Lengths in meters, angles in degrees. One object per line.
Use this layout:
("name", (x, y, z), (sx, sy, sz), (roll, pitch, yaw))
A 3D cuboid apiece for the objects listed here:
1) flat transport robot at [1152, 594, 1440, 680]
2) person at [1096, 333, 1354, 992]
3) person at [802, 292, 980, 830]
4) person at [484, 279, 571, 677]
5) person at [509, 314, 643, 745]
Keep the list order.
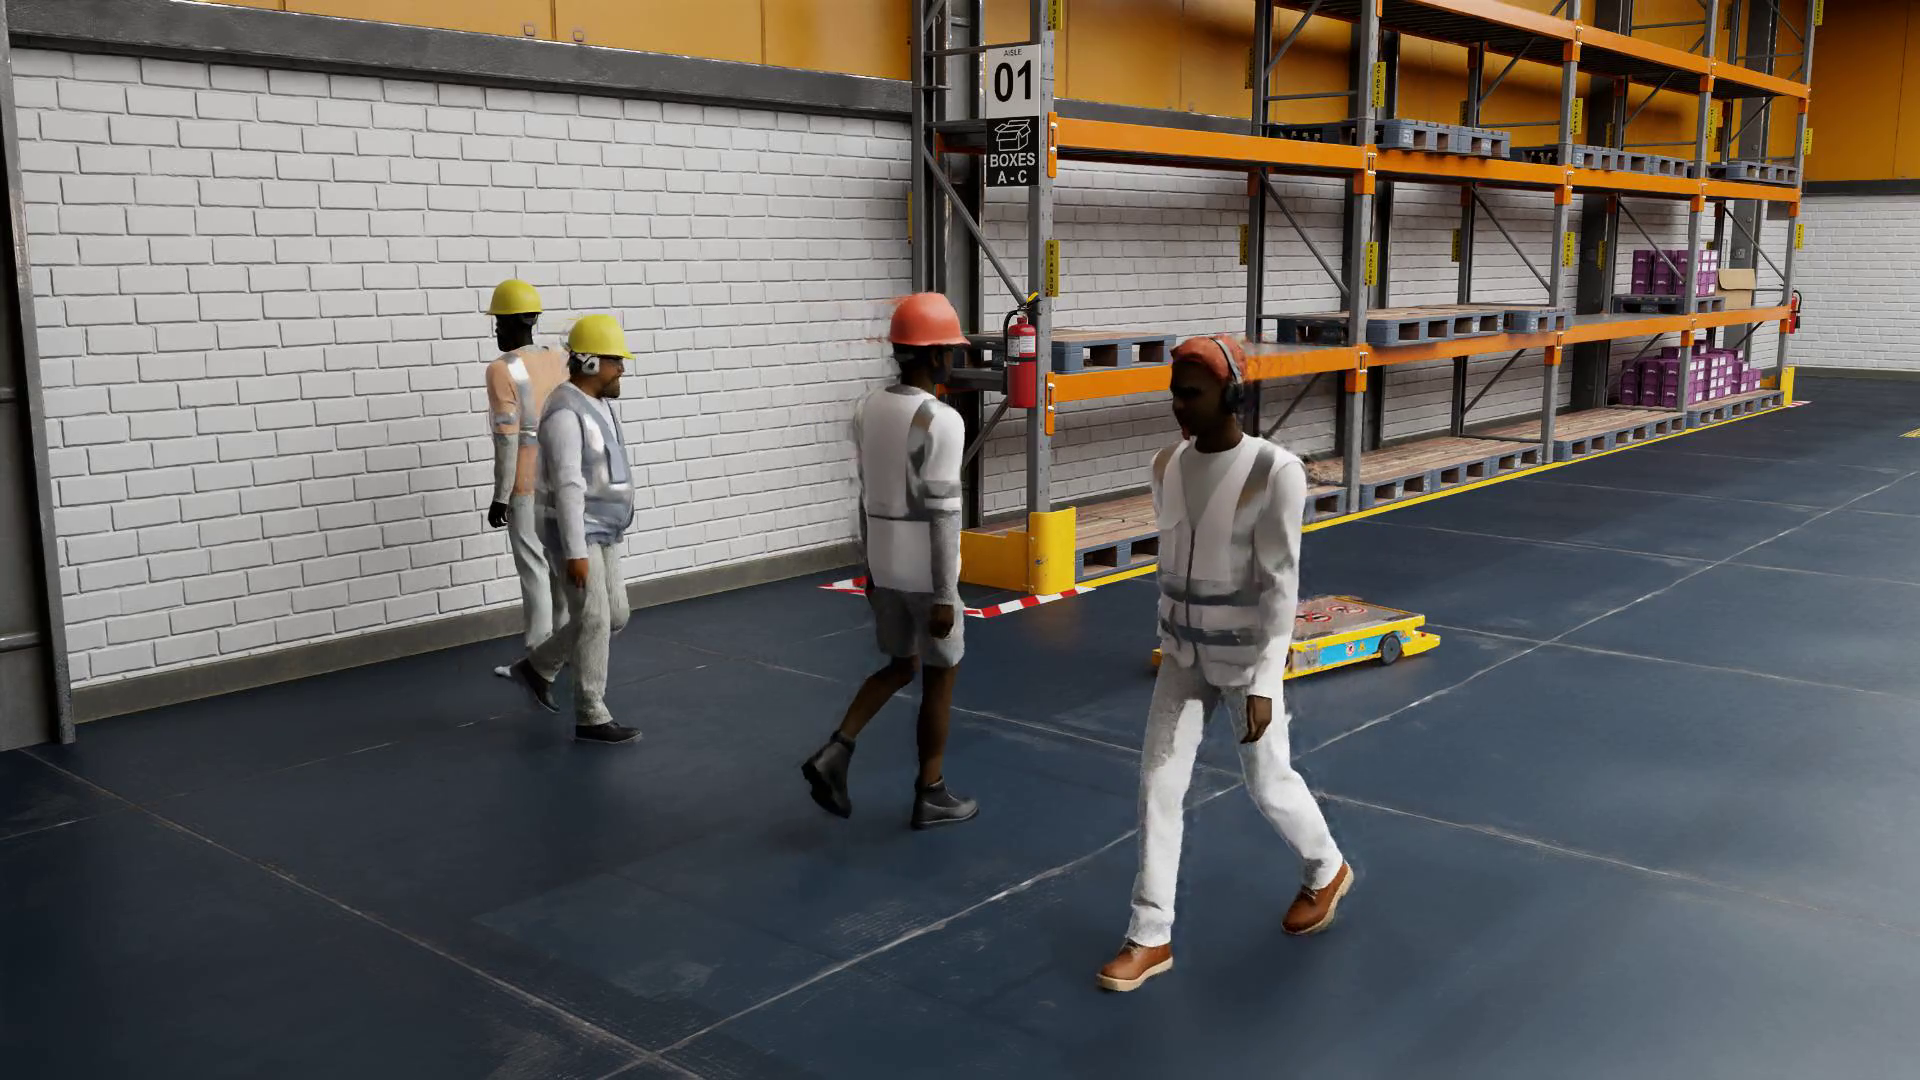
("flat transport robot", (1.701, 0.490, 8.324), (1.431, 0.197, 0.652), (-8, 13, -38))
("person", (0.806, 0.327, 4.793), (0.921, 1.852, 0.578), (-9, 14, -42))
("person", (-0.219, 0.106, 5.799), (0.606, 1.926, 0.547), (-9, 13, -41))
("person", (-2.093, -0.290, 8.052), (0.386, 1.927, 0.589), (3, 11, 19))
("person", (-1.618, -0.037, 6.960), (0.556, 1.807, 0.616), (1, 10, 5))
